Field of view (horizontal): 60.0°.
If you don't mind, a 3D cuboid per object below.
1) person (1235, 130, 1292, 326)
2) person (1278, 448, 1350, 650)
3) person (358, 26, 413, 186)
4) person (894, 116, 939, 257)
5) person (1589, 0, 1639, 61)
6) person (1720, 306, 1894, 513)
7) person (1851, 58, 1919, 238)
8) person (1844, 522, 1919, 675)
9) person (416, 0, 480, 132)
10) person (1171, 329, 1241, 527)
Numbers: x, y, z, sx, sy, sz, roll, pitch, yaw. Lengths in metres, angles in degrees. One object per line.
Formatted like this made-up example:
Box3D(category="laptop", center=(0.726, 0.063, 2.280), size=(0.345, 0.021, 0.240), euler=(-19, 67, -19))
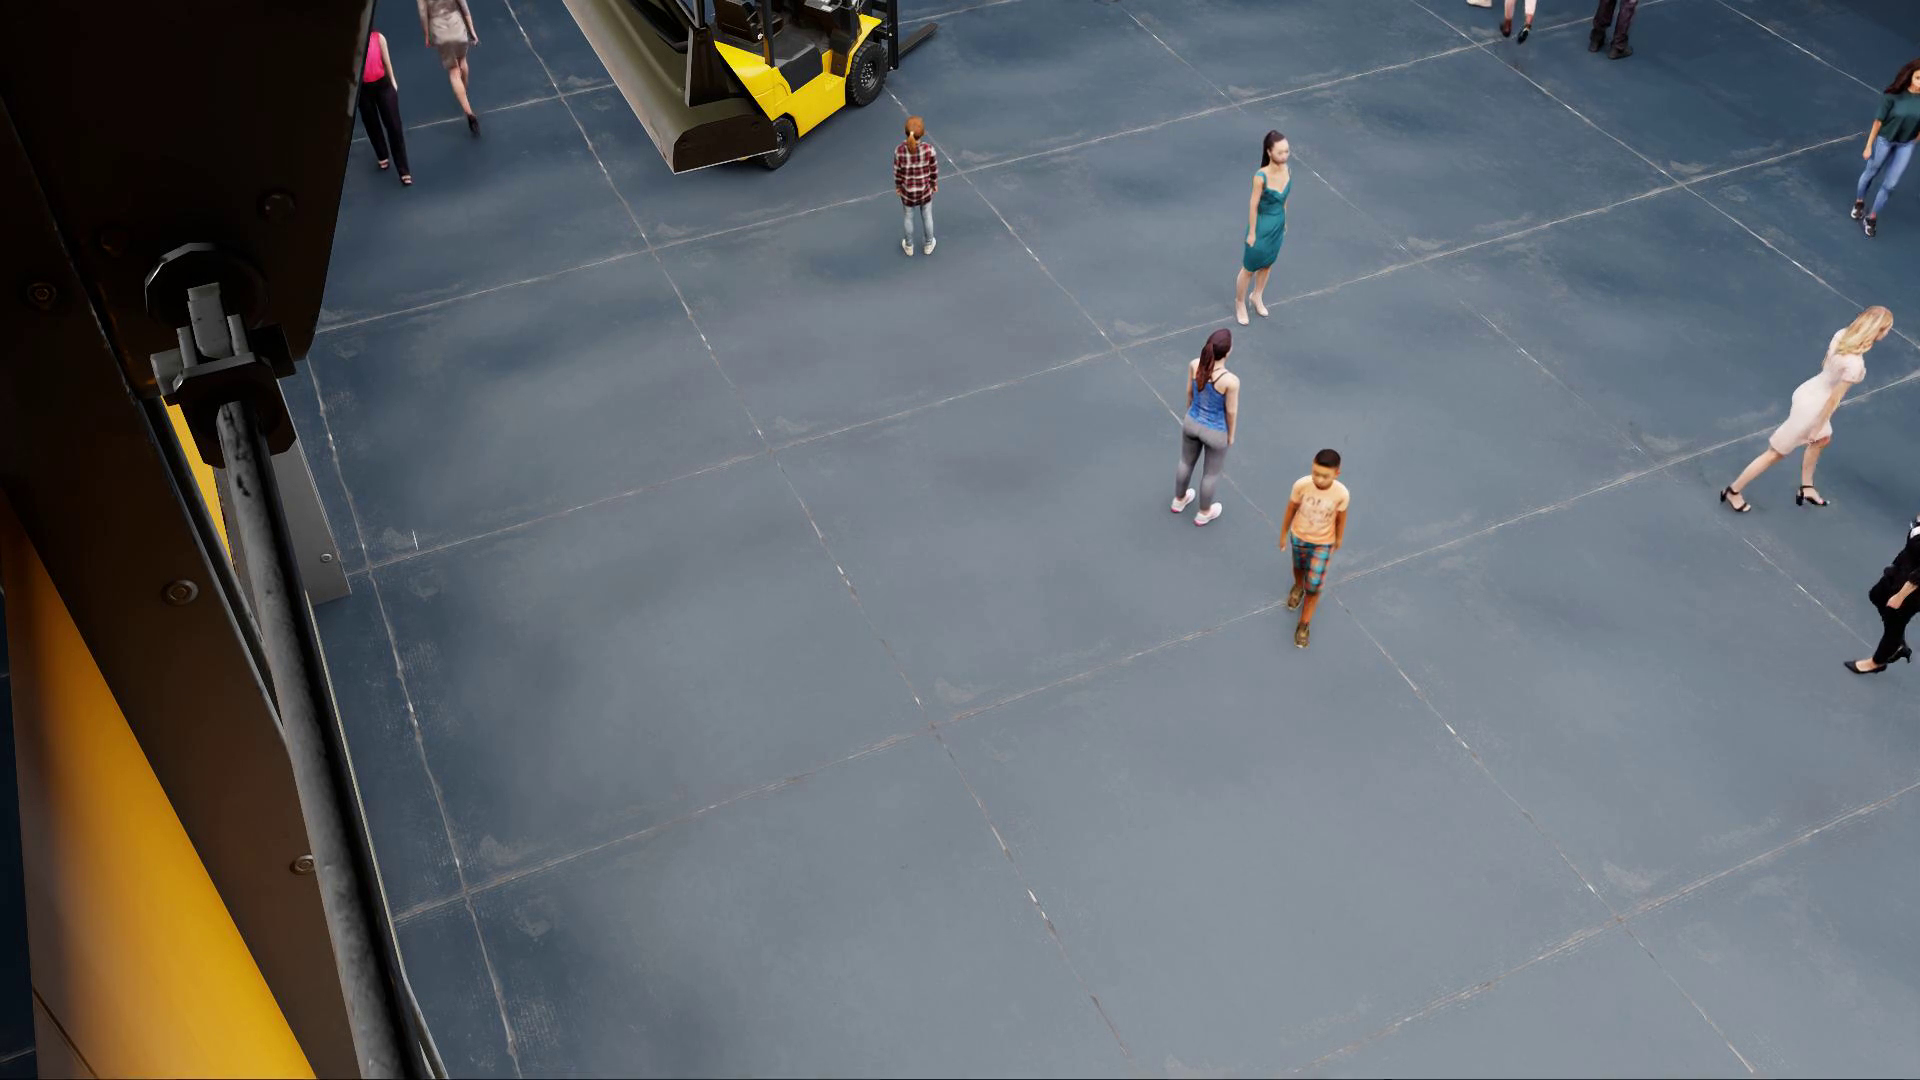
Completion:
Box3D(category="person", center=(2.446, -2.489, 13.310), size=(0.589, 1.686, 0.521), euler=(-25, 49, -24))
Box3D(category="person", center=(2.340, -0.068, 10.948), size=(0.896, 1.439, 0.944), euler=(15, 46, 15))
Box3D(category="person", center=(-5.306, -4.067, 15.008), size=(0.631, 1.629, 0.935), euler=(-15, 46, -15))
Box3D(category="person", center=(-0.369, -3.008, 14.130), size=(0.601, 1.306, 0.626), euler=(-2, 44, -2))
Box3D(category="person", center=(6.682, -5.734, 16.616), size=(0.832, 1.825, 0.653), euler=(-33, 52, -29))
Box3D(category="person", center=(5.827, -0.901, 11.583), size=(0.976, 1.769, 0.976), euler=(12, 45, 12))
Box3D(category="person", center=(8.083, -3.483, 14.422), size=(0.838, 1.592, 0.905), euler=(13, 45, 13))
Box3D(category="person", center=(6.057, 0.301, 10.409), size=(0.797, 1.649, 0.749), euler=(21, 47, 20))
Box3D(category="person", center=(-4.755, -4.634, 15.554), size=(0.669, 1.697, 1.103), euler=(-21, 47, -20))
Box3D(category="person", center=(1.718, -0.788, 11.582), size=(0.580, 1.608, 0.692), euler=(31, 52, 29))
